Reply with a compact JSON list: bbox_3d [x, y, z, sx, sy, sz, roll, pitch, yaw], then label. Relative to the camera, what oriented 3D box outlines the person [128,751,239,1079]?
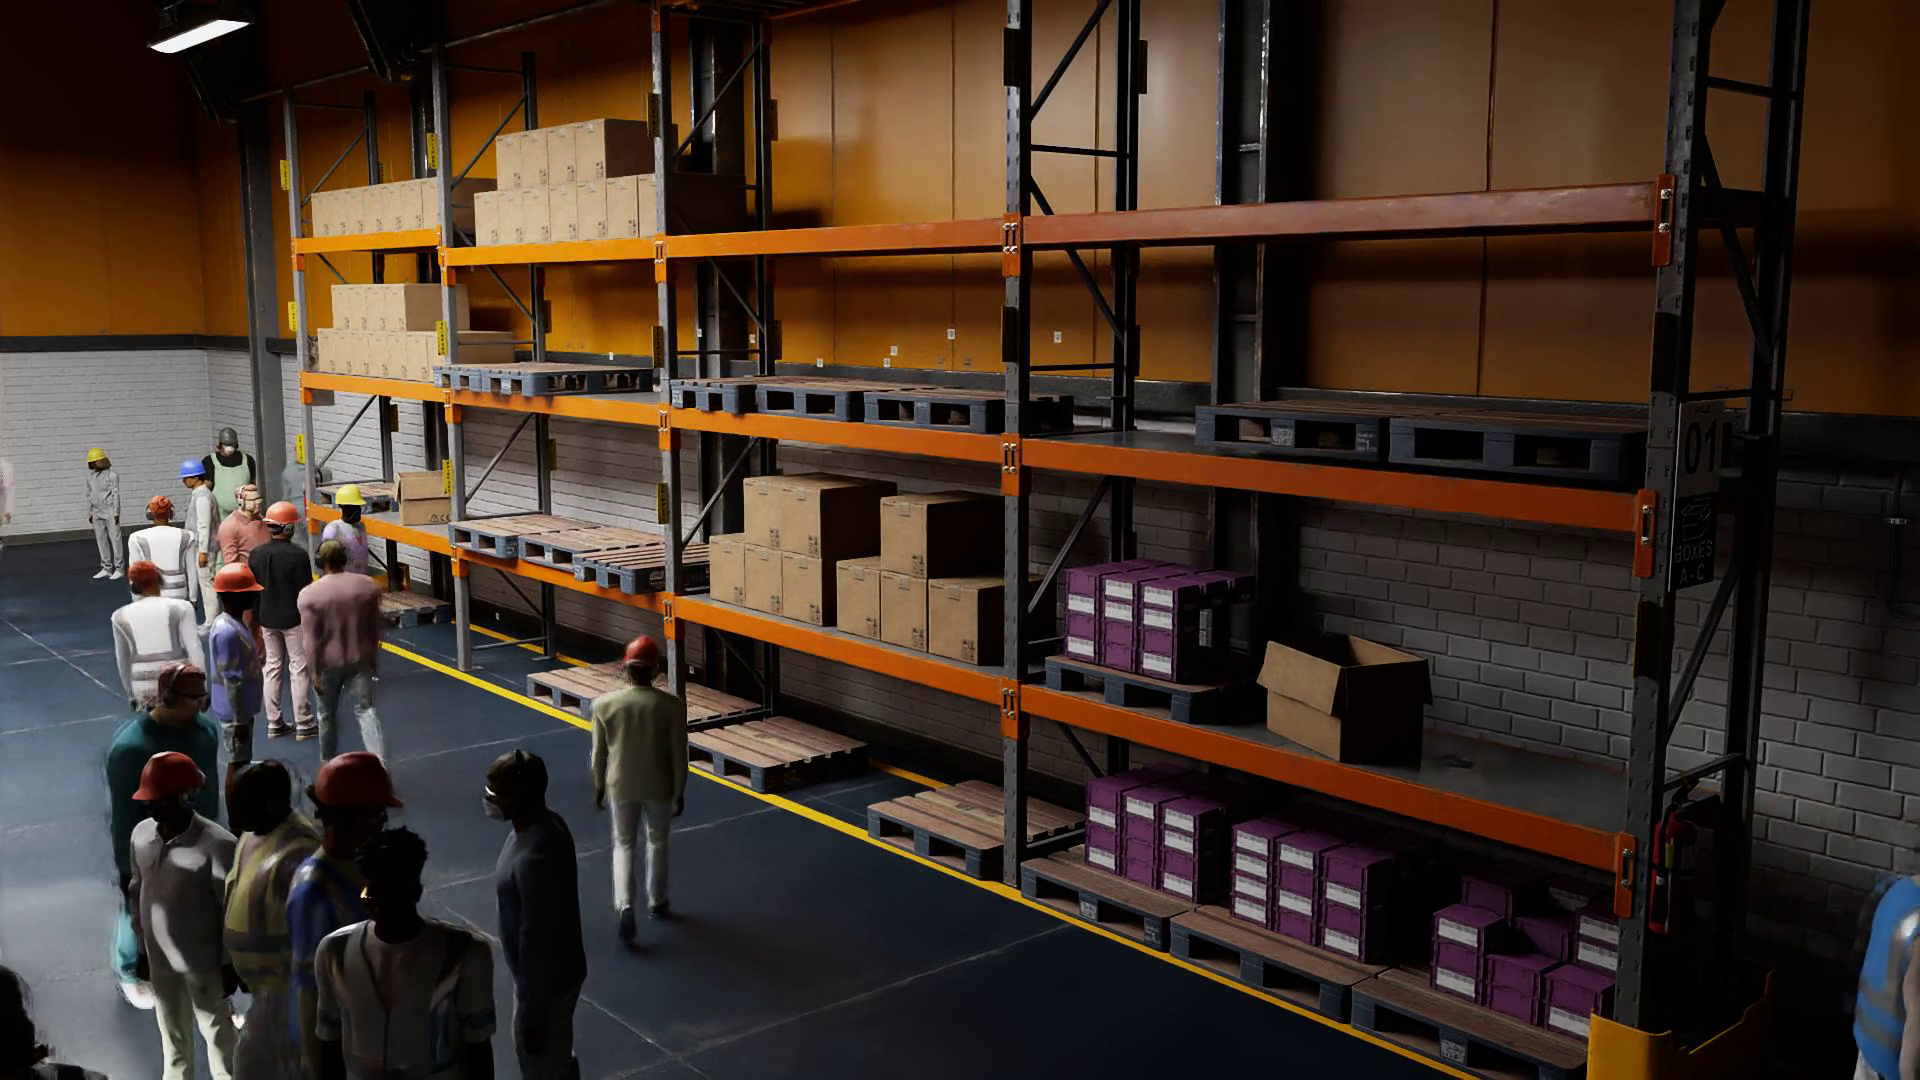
[{"bbox_3d":[-3.327,1.756,7.127,0.564,1.752,0.339,3,9,19],"label":"person"}]

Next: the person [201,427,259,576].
[{"bbox_3d":[-9.402,-0.452,21.486,0.688,2.000,0.536,-6,10,-36],"label":"person"}]

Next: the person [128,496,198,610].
[{"bbox_3d":[-7.287,0.530,15.245,0.566,1.880,0.358,-6,10,-36],"label":"person"}]

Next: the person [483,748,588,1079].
[{"bbox_3d":[-1.653,1.757,6.542,0.372,1.929,0.625,-2,8,-15],"label":"person"}]

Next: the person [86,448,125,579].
[{"bbox_3d":[-11.254,-0.346,21.834,0.490,1.729,0.323,2,8,13],"label":"person"}]

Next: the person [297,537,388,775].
[{"bbox_3d":[-4.587,0.927,12.412,0.629,1.908,0.943,-7,11,-39],"label":"person"}]

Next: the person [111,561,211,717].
[{"bbox_3d":[-5.635,1.053,11.797,0.643,1.813,0.970,-2,8,-14],"label":"person"}]

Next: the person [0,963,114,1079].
[{"bbox_3d":[-2.389,2.029,4.243,0.692,2.000,0.702,3,9,23],"label":"person"}]

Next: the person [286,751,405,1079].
[{"bbox_3d":[-2.232,1.774,6.079,0.445,2.029,0.681,0,8,-2],"label":"person"}]

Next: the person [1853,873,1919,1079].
[{"bbox_3d":[3.514,1.894,6.091,0.991,1.782,0.653,2,9,16],"label":"person"}]

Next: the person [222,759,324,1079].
[{"bbox_3d":[-2.792,1.774,6.780,0.485,1.821,0.661,-6,10,-35],"label":"person"}]

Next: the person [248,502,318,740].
[{"bbox_3d":[-5.593,0.674,13.822,0.609,1.995,0.376,2,9,17],"label":"person"}]

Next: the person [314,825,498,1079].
[{"bbox_3d":[-1.829,1.888,5.509,0.599,1.959,0.368,0,8,2],"label":"person"}]

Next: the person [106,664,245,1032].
[{"bbox_3d":[-4.005,1.533,8.398,0.972,1.850,0.668,4,9,27],"label":"person"}]

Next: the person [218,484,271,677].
[{"bbox_3d":[-6.763,0.418,15.900,0.403,1.911,0.637,1,8,10],"label":"person"}]

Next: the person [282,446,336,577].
[{"bbox_3d":[-8.150,-0.315,21.083,0.706,1.892,0.544,2,8,12],"label":"person"}]

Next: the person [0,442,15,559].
[{"bbox_3d":[-12.730,-0.422,21.804,0.710,1.888,0.391,0,8,-3],"label":"person"}]

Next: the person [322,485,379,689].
[{"bbox_3d":[-5.741,0.439,15.682,0.377,1.929,0.585,2,8,11],"label":"person"}]

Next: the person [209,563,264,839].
[{"bbox_3d":[-4.745,1.110,10.988,0.356,1.939,0.543,-3,9,-22],"label":"person"}]

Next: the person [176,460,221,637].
[{"bbox_3d":[-8.270,0.084,18.147,0.421,1.932,0.622,-4,9,-26],"label":"person"}]

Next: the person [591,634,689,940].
[{"bbox_3d":[-1.852,1.412,9.613,0.572,1.725,0.737,-1,8,-4],"label":"person"}]
